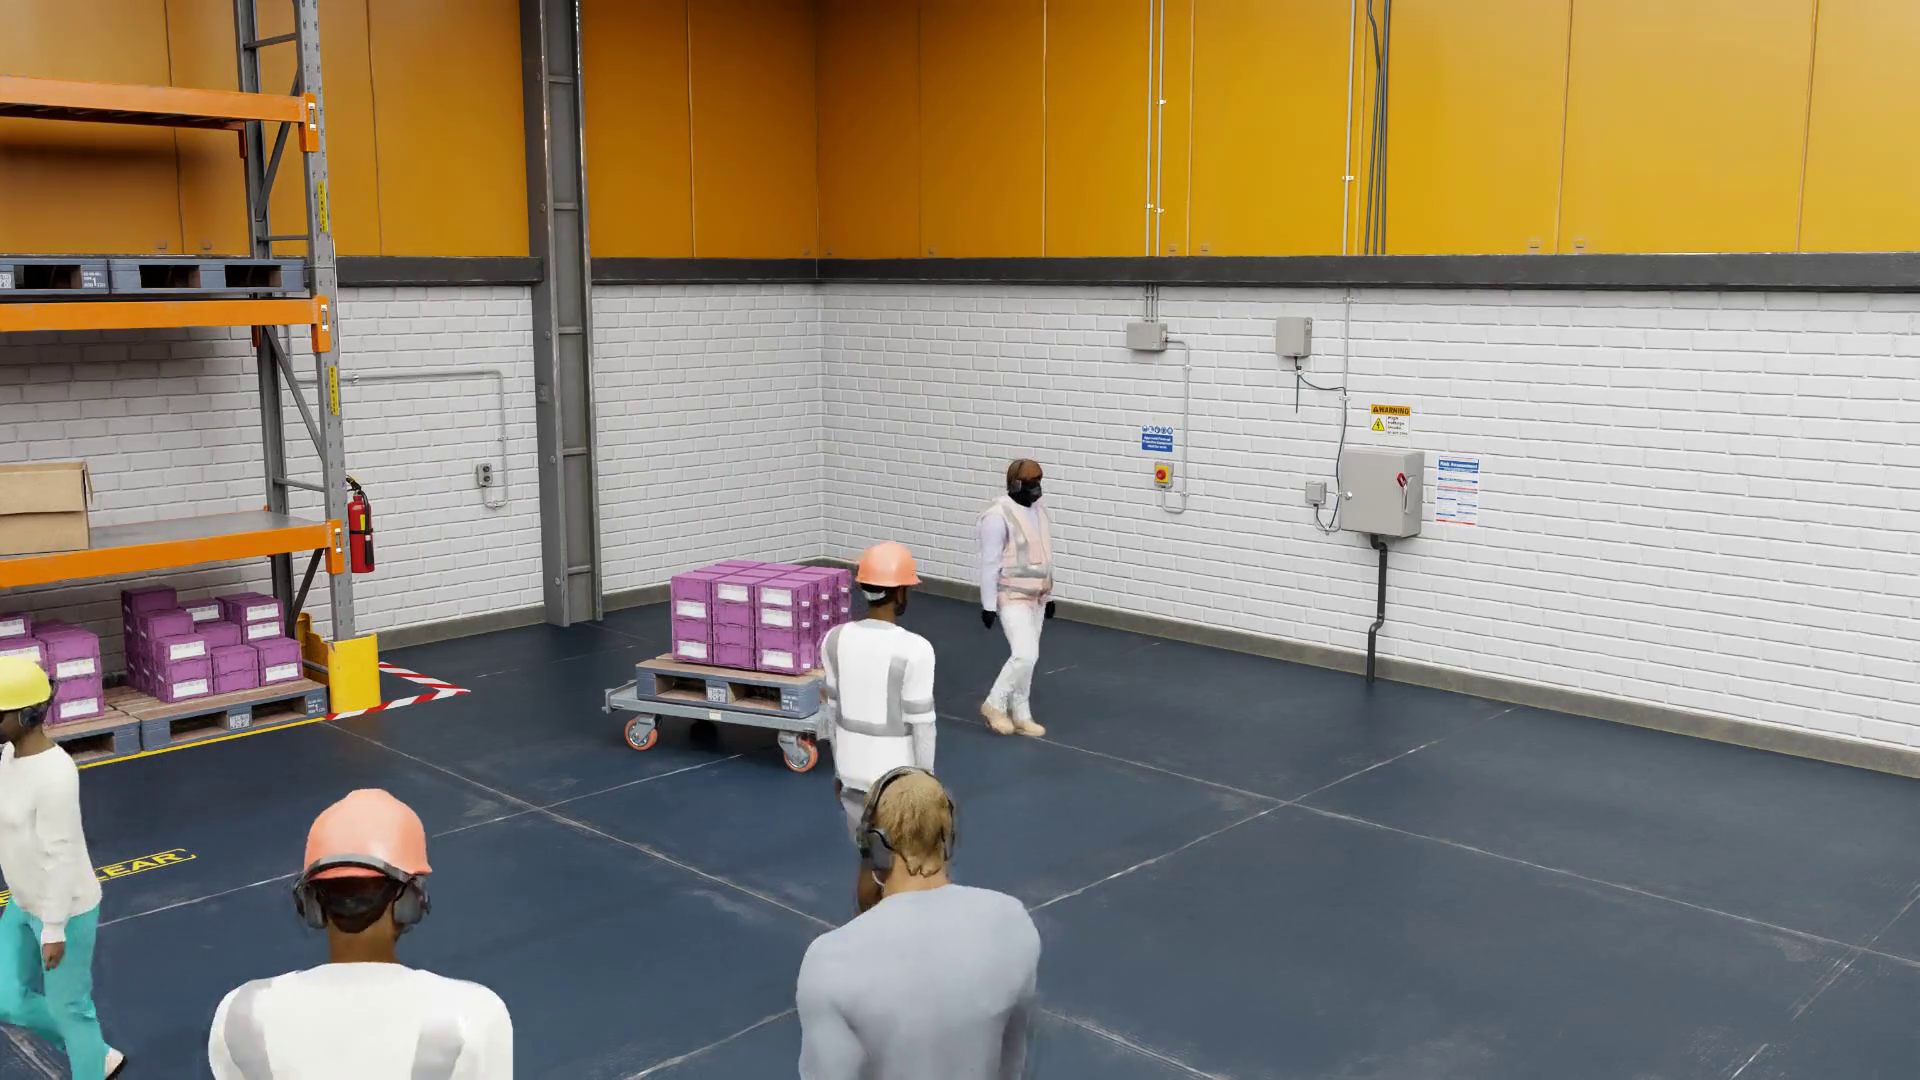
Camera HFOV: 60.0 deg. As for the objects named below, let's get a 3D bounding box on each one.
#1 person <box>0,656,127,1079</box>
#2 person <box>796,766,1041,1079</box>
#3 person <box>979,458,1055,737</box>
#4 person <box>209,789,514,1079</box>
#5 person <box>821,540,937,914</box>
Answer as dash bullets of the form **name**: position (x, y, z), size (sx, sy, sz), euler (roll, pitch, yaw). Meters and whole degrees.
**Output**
- **person**: position (-3.115, 1.249, 5.642), size (0.524, 1.757, 0.365), euler (8, 12, 39)
- **person**: position (-0.129, 1.459, 3.842), size (0.645, 1.917, 0.524), euler (-6, 11, -31)
- **person**: position (0.398, 0.381, 10.740), size (0.447, 1.826, 0.646), euler (6, 11, 33)
- **person**: position (-1.174, 1.517, 3.313), size (0.632, 1.991, 0.957), euler (0, 9, -1)
- **person**: position (-0.334, 0.961, 6.910), size (0.542, 1.923, 0.474), euler (5, 11, 30)
